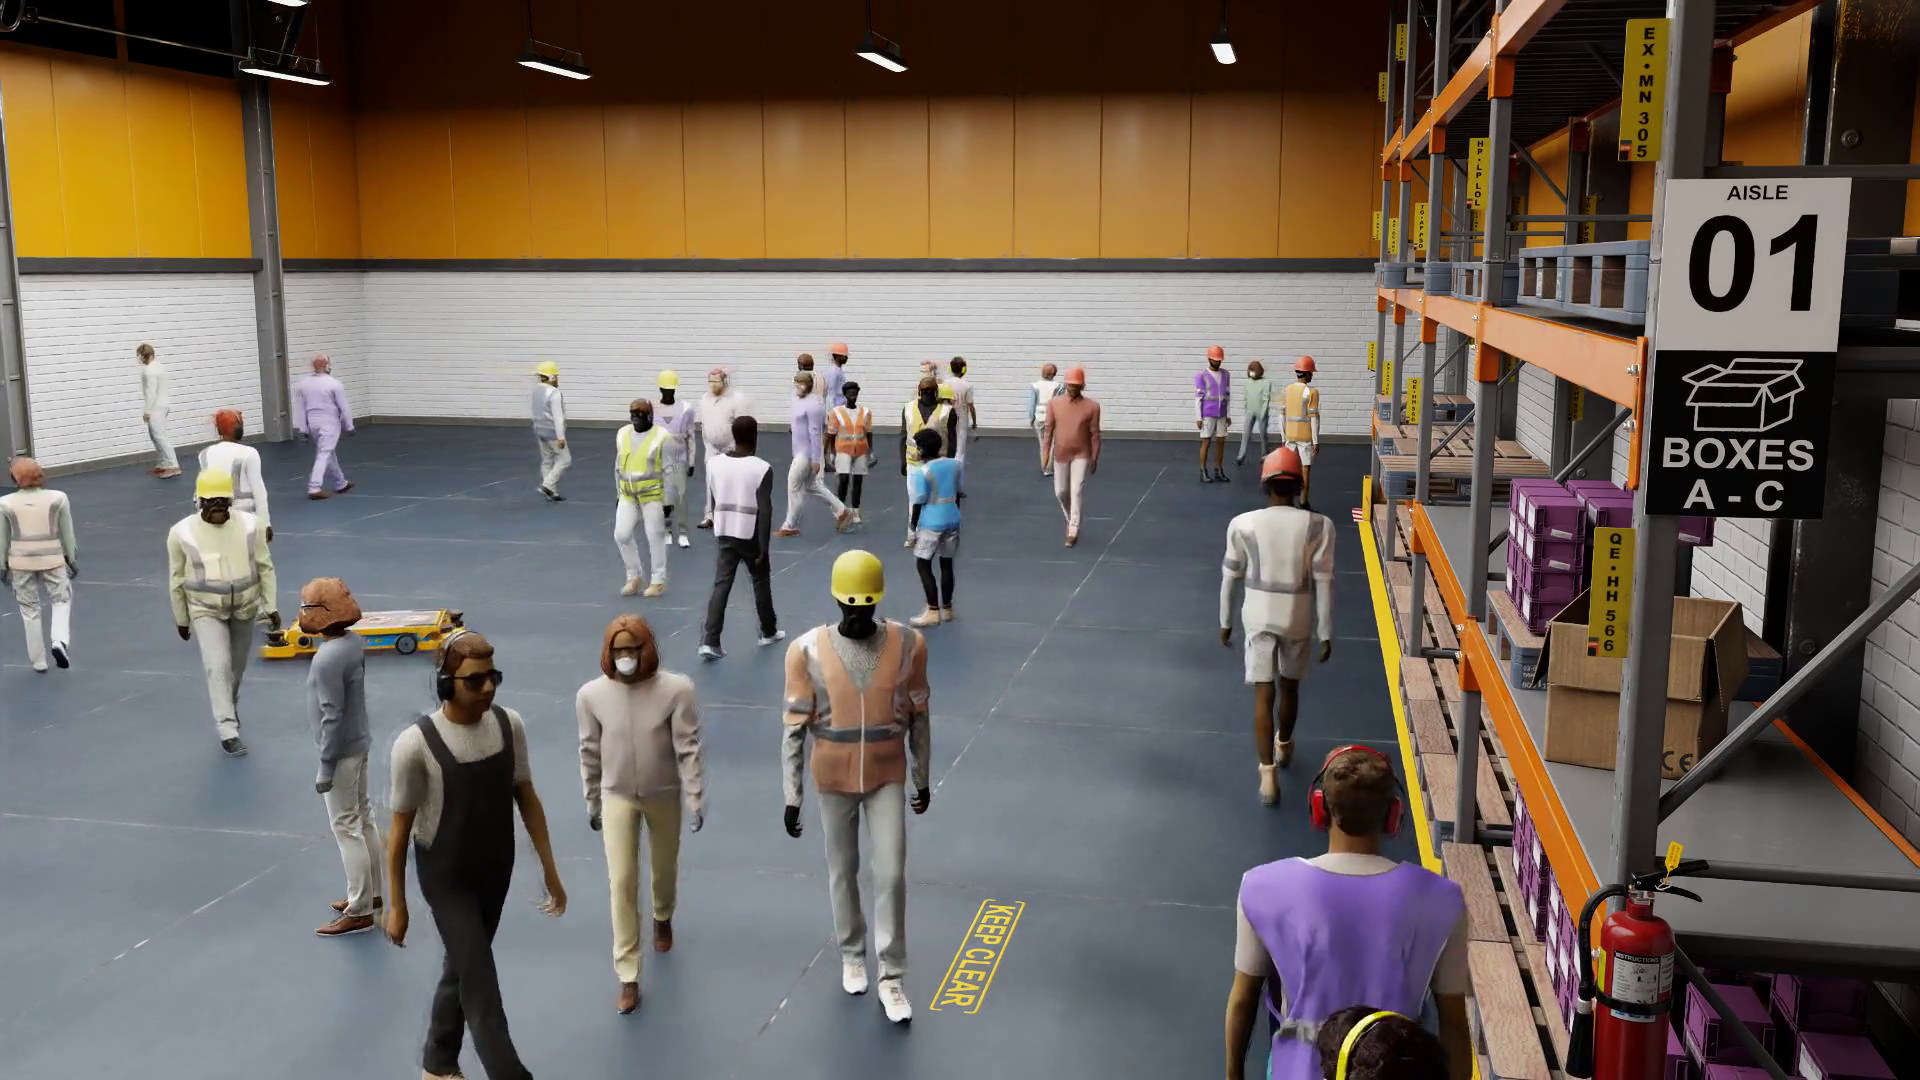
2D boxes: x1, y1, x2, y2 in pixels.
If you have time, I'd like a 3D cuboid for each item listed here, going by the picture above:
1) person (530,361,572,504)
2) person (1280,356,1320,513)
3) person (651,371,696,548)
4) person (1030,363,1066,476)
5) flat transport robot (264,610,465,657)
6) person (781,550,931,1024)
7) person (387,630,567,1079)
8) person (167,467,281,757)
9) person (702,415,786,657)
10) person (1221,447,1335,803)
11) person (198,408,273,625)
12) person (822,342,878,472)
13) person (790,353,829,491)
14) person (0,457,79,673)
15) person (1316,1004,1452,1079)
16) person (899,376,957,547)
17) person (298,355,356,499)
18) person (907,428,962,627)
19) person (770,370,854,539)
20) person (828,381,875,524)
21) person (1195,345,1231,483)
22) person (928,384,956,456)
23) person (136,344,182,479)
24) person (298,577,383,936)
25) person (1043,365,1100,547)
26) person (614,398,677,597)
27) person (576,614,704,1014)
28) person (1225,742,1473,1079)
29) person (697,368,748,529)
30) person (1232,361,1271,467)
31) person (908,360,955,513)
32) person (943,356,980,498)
[{"bbox_3d":[-5.154,-1.344,20.955,0.615,1.822,0.414,9,13,44],"label":"person"},{"bbox_3d":[4.104,-1.235,19.965,0.367,1.935,0.552,-8,12,-39],"label":"person"},{"bbox_3d":[-3.110,-0.846,17.758,0.594,1.897,0.840,-2,10,-10],"label":"person"},{"bbox_3d":[1.313,-1.744,24.046,0.532,1.601,0.802,4,10,20],"label":"person"},{"bbox_3d":[-4.685,0.727,13.155,1.431,0.197,0.652,-2,10,-12],"label":"flat transport robot"},{"bbox_3d":[-0.407,0.984,6.690,0.617,1.894,0.794,-1,10,-7],"label":"person"},{"bbox_3d":[-1.630,1.197,5.735,0.990,1.788,0.528,6,11,33],"label":"person"},{"bbox_3d":[-4.673,0.409,10.535,0.585,1.790,0.899,-8,12,-39],"label":"person"},{"bbox_3d":[-1.716,-0.036,12.961,0.594,1.879,0.995,3,10,20],"label":"person"},{"bbox_3d":[1.830,0.454,9.644,0.635,1.982,1.067,2,10,11],"label":"person"},{"bbox_3d":[-6.002,-0.154,13.691,0.578,1.861,0.850,4,10,22],"label":"person"},{"bbox_3d":[-1.673,-1.921,24.229,0.936,1.893,0.558,-1,9,-4],"label":"person"},{"bbox_3d":[-2.054,-1.584,22.362,0.429,1.839,0.633,8,12,41],"label":"person"},{"bbox_3d":[-6.801,0.195,12.255,0.538,1.623,0.466,-5,11,-29],"label":"person"},{"bbox_3d":[0.792,1.673,2.841,0.567,1.801,0.977,2,10,9],"label":"person"},{"bbox_3d":[-0.349,-0.831,17.829,0.626,1.842,0.429,1,10,8],"label":"person"},{"bbox_3d":[-8.265,-1.479,21.711,0.641,1.852,1.043,4,10,20],"label":"person"},{"bbox_3d":[-0.194,-0.105,13.958,0.608,1.678,0.354,-9,13,-43],"label":"person"},{"bbox_3d":[-1.634,-0.955,18.443,0.919,1.892,0.662,-4,10,-21],"label":"person"},{"bbox_3d":[-1.260,-1.012,19.398,0.536,1.685,0.374,-4,10,-22],"label":"person"},{"bbox_3d":[3.532,-1.747,23.104,0.551,1.925,0.401,-4,10,-25],"label":"person"},{"bbox_3d":[-0.212,-0.797,17.881,0.336,1.763,0.535,2,10,11],"label":"person"},{"bbox_3d":[-11.444,-1.833,23.740,0.557,1.897,0.806,-3,10,-17],"label":"person"},{"bbox_3d":[-2.820,0.974,7.567,0.264,1.632,0.508,-1,9,-6],"label":"person"},{"bbox_3d":[1.234,-0.942,18.138,0.610,1.963,0.847,3,10,16],"label":"person"},{"bbox_3d":[-2.898,-0.379,15.133,0.661,1.823,0.534,4,10,22],"label":"person"},{"bbox_3d":[-1.346,1.080,7.039,0.514,1.596,0.820,-1,10,-9],"label":"person"},{"bbox_3d":[0.978,1.429,4.260,0.601,1.822,0.486,1,9,5],"label":"person"},{"bbox_3d":[-2.729,-1.086,19.385,0.660,1.846,1.039,3,10,20],"label":"person"},{"bbox_3d":[4.371,-1.856,24.759,0.504,1.586,0.851,7,12,38],"label":"person"},{"bbox_3d":[-0.450,-1.223,20.090,0.878,1.870,0.663,-9,13,-44],"label":"person"},{"bbox_3d":[-0.009,-1.448,21.513,0.531,1.855,0.388,6,11,32],"label":"person"}]
